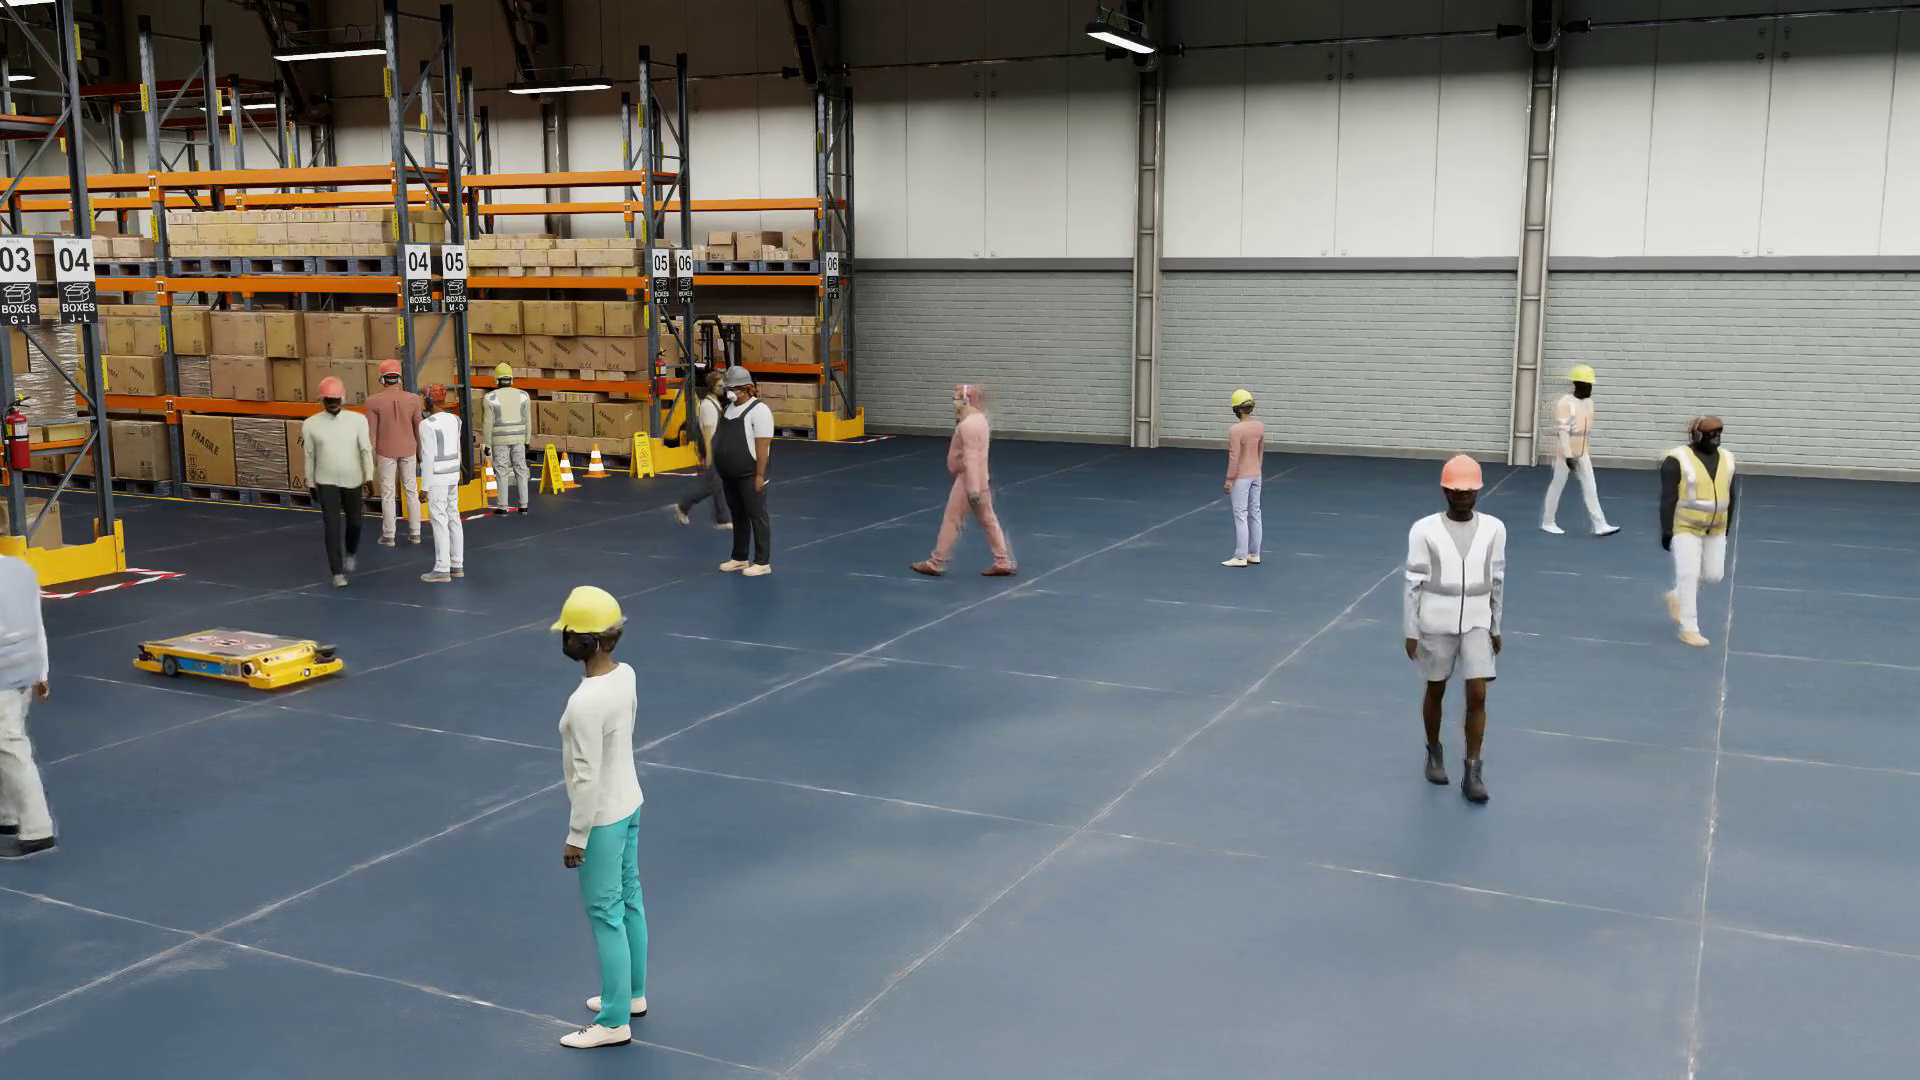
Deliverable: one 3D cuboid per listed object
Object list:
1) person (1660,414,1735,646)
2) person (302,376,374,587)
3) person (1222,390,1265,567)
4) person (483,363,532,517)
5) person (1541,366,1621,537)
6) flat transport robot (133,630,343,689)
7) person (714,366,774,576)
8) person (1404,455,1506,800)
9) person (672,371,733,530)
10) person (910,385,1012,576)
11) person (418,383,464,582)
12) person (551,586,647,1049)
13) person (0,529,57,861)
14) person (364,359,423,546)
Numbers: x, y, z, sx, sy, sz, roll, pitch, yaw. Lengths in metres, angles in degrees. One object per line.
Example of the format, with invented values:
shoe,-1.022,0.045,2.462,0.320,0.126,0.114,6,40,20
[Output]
person,5.815,-0.100,13.205,0.629,1.828,0.606,-2,9,-11
person,-5.870,-0.580,15.696,0.618,1.966,0.811,-4,10,-25
person,2.805,-0.608,16.506,0.523,1.760,0.328,-9,13,-43
person,-5.403,-1.190,19.844,0.586,1.833,0.403,-7,11,-36
person,6.829,-0.958,18.277,0.598,1.881,0.970,-5,11,-28
flat transport robot,-5.273,0.848,12.127,1.431,0.197,0.652,5,10,27
person,-2.125,-0.678,16.072,0.535,2.000,0.677,-9,13,-44
person,2.779,0.487,9.298,0.567,1.911,0.817,1,9,4
person,-2.850,-0.987,18.657,0.681,1.825,0.523,0,9,0
person,0.051,-0.560,15.910,0.989,1.851,0.668,2,9,12
person,-4.922,-0.544,15.737,0.355,1.882,0.576,2,10,15
person,-1.374,1.045,6.341,0.305,1.771,0.525,1,9,6
person,-4.862,0.703,8.403,0.632,1.797,0.614,1,9,6
person,-6.030,-0.932,17.765,0.612,1.995,0.377,-7,11,-35
